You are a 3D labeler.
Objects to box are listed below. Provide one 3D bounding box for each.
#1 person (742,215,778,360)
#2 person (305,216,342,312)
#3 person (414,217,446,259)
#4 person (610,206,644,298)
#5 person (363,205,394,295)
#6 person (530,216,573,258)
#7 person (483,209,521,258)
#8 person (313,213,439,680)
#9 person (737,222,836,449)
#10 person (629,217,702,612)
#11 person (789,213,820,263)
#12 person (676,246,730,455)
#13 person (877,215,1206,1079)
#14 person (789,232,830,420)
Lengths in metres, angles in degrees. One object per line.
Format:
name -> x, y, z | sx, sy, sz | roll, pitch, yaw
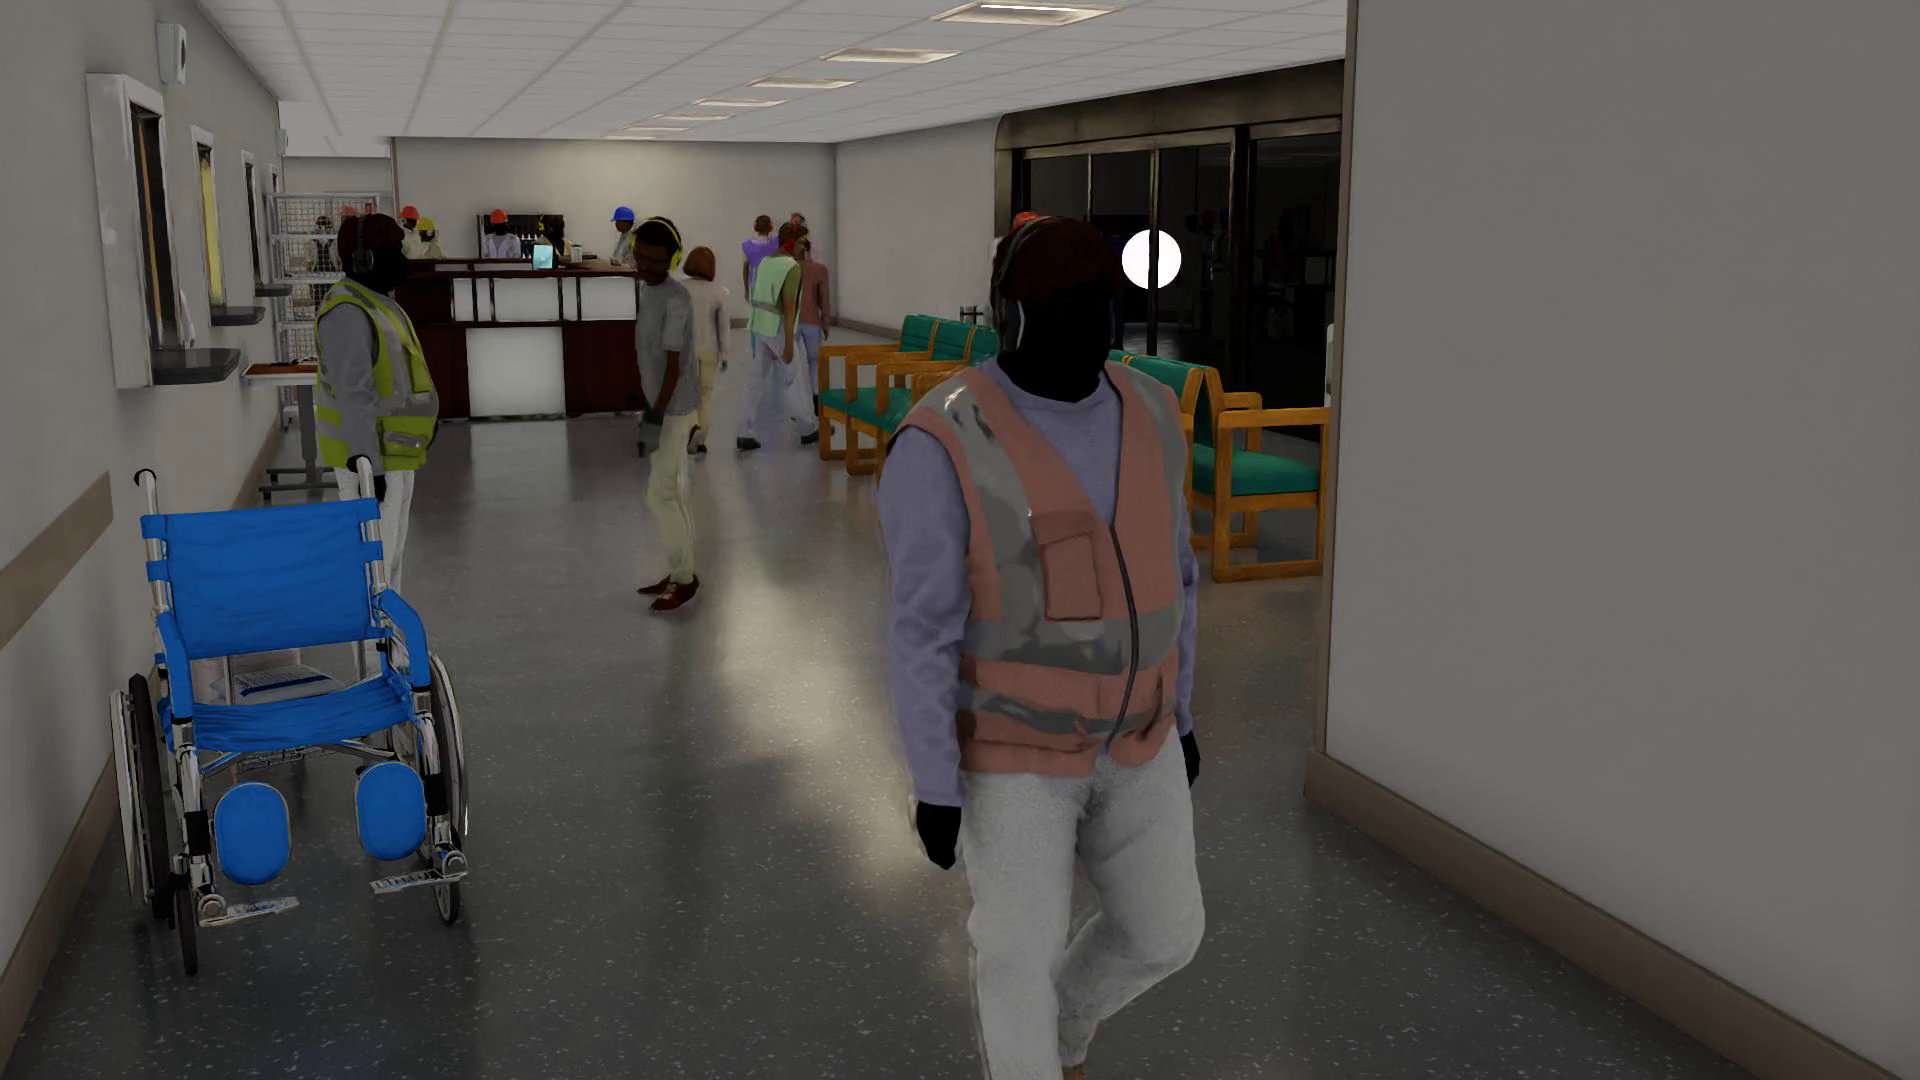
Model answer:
person -> -2.500, -3.223, 21.278 | 0.565, 1.850, 0.390 | 1, 11, 3
person -> -8.388, -3.371, 22.069 | 0.505, 1.838, 0.347 | -2, 11, -12
person -> -7.488, -3.658, 23.607 | 0.427, 1.809, 0.602 | -5, 12, -22
person -> -4.131, -3.166, 20.726 | 0.388, 1.947, 0.615 | -7, 13, -31
person -> -8.180, -3.675, 23.260 | 0.610, 1.985, 0.413 | 2, 11, 10
person -> -4.996, -3.084, 20.618 | 0.429, 1.835, 0.630 | 9, 14, 40
person -> -6.385, -3.635, 23.197 | 0.548, 1.929, 0.386 | 2, 11, 10
person -> -2.196, -0.306, 6.329 | 0.430, 1.845, 0.624 | -1, 11, -7
person -> -1.422, -1.609, 13.170 | 0.931, 1.778, 0.665 | -9, 14, -39
person -> -1.370, -0.585, 7.816 | 0.370, 1.837, 0.581 | -4, 12, -22
person -> -2.340, -3.762, 23.981 | 0.676, 1.867, 0.955 | 4, 12, 22
person -> -1.998, -1.426, 12.651 | 0.516, 1.607, 0.555 | -2, 11, -10
person -> 0.165, 0.354, 2.961 | 0.654, 1.832, 0.433 | -7, 13, -31
person -> -1.428, -1.931, 14.908 | 0.527, 1.757, 0.433 | -3, 11, -13
